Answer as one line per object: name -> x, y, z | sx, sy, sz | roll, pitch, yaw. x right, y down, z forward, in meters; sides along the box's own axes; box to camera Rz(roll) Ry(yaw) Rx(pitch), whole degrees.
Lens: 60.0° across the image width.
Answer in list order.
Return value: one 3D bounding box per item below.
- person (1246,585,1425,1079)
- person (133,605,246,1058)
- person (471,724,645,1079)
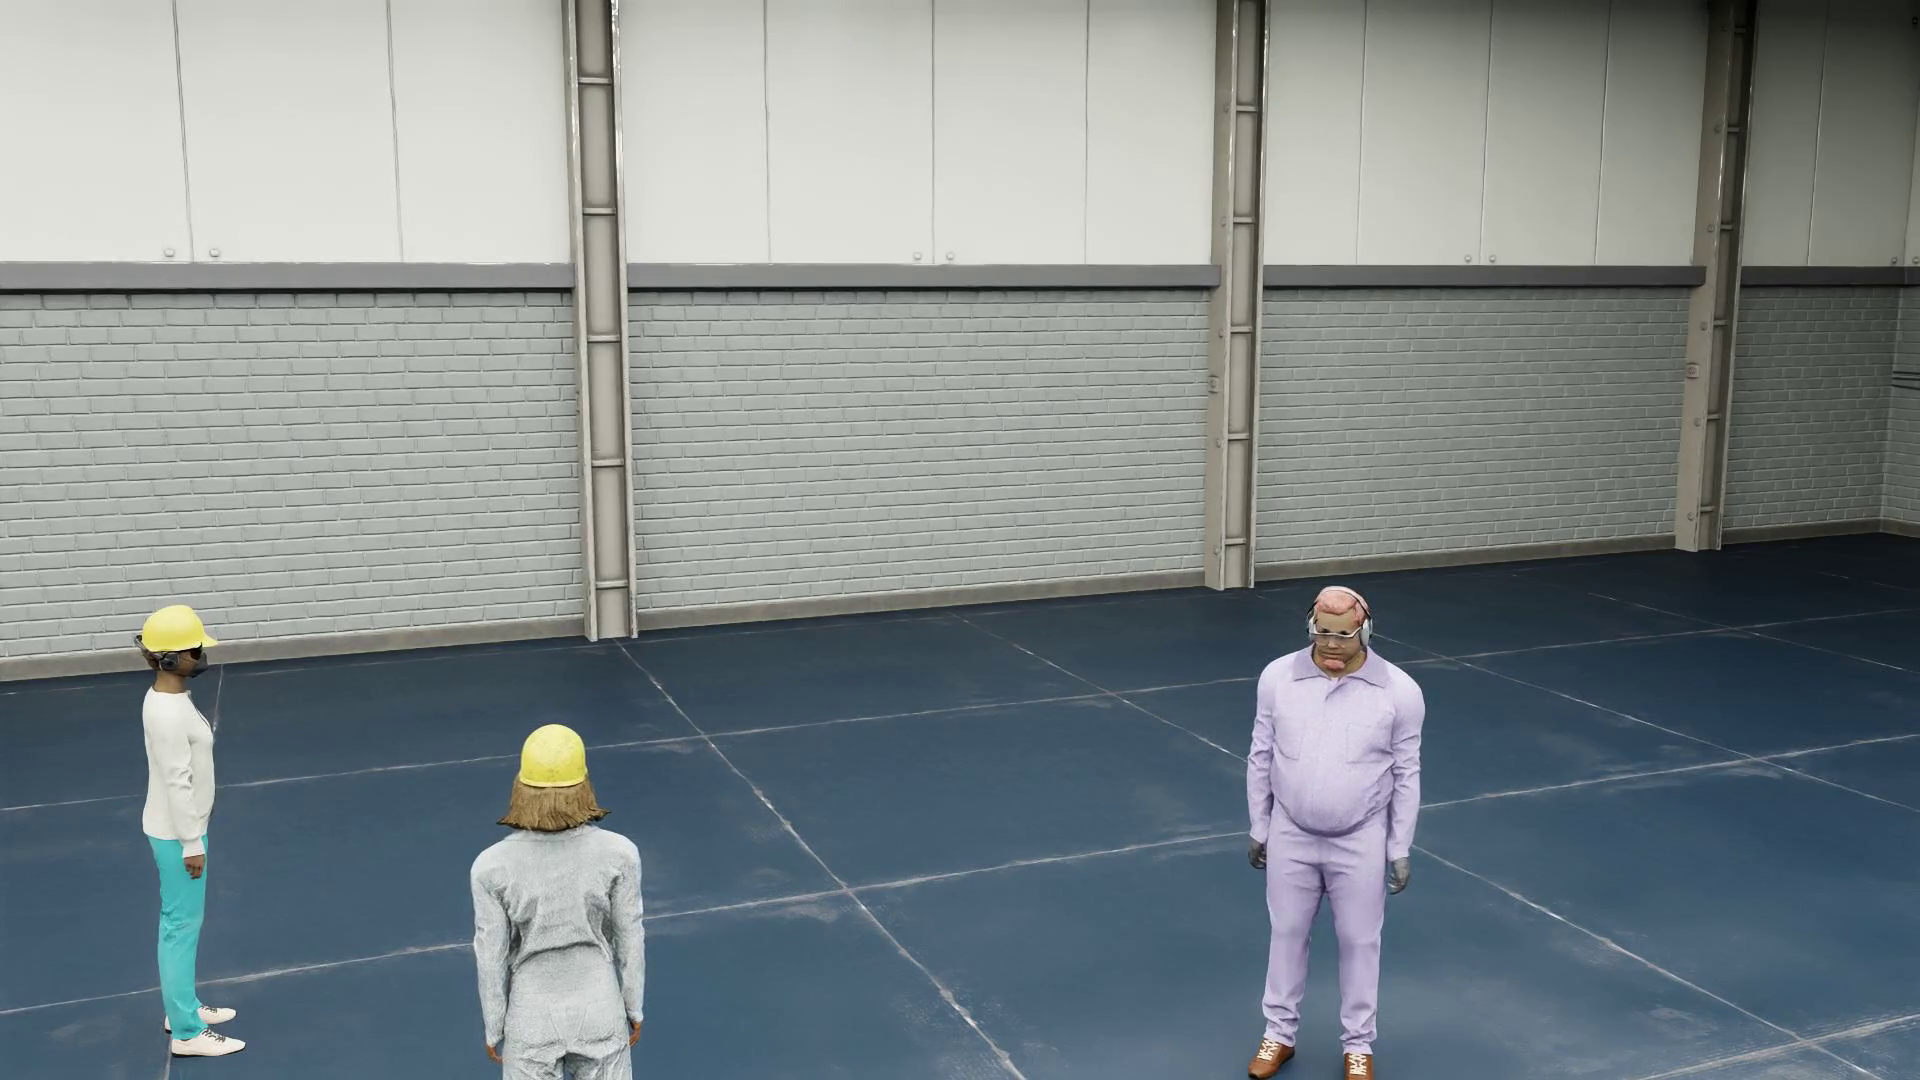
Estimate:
person -> 1.373, 1.108, 6.201 | 0.639, 1.903, 0.409 | 4, 10, 22
person -> -3.021, 1.127, 6.500 | 0.309, 1.769, 0.525 | -5, 10, -27
person -> -1.167, 1.394, 4.893 | 0.487, 1.744, 0.294 | -3, 10, -18
